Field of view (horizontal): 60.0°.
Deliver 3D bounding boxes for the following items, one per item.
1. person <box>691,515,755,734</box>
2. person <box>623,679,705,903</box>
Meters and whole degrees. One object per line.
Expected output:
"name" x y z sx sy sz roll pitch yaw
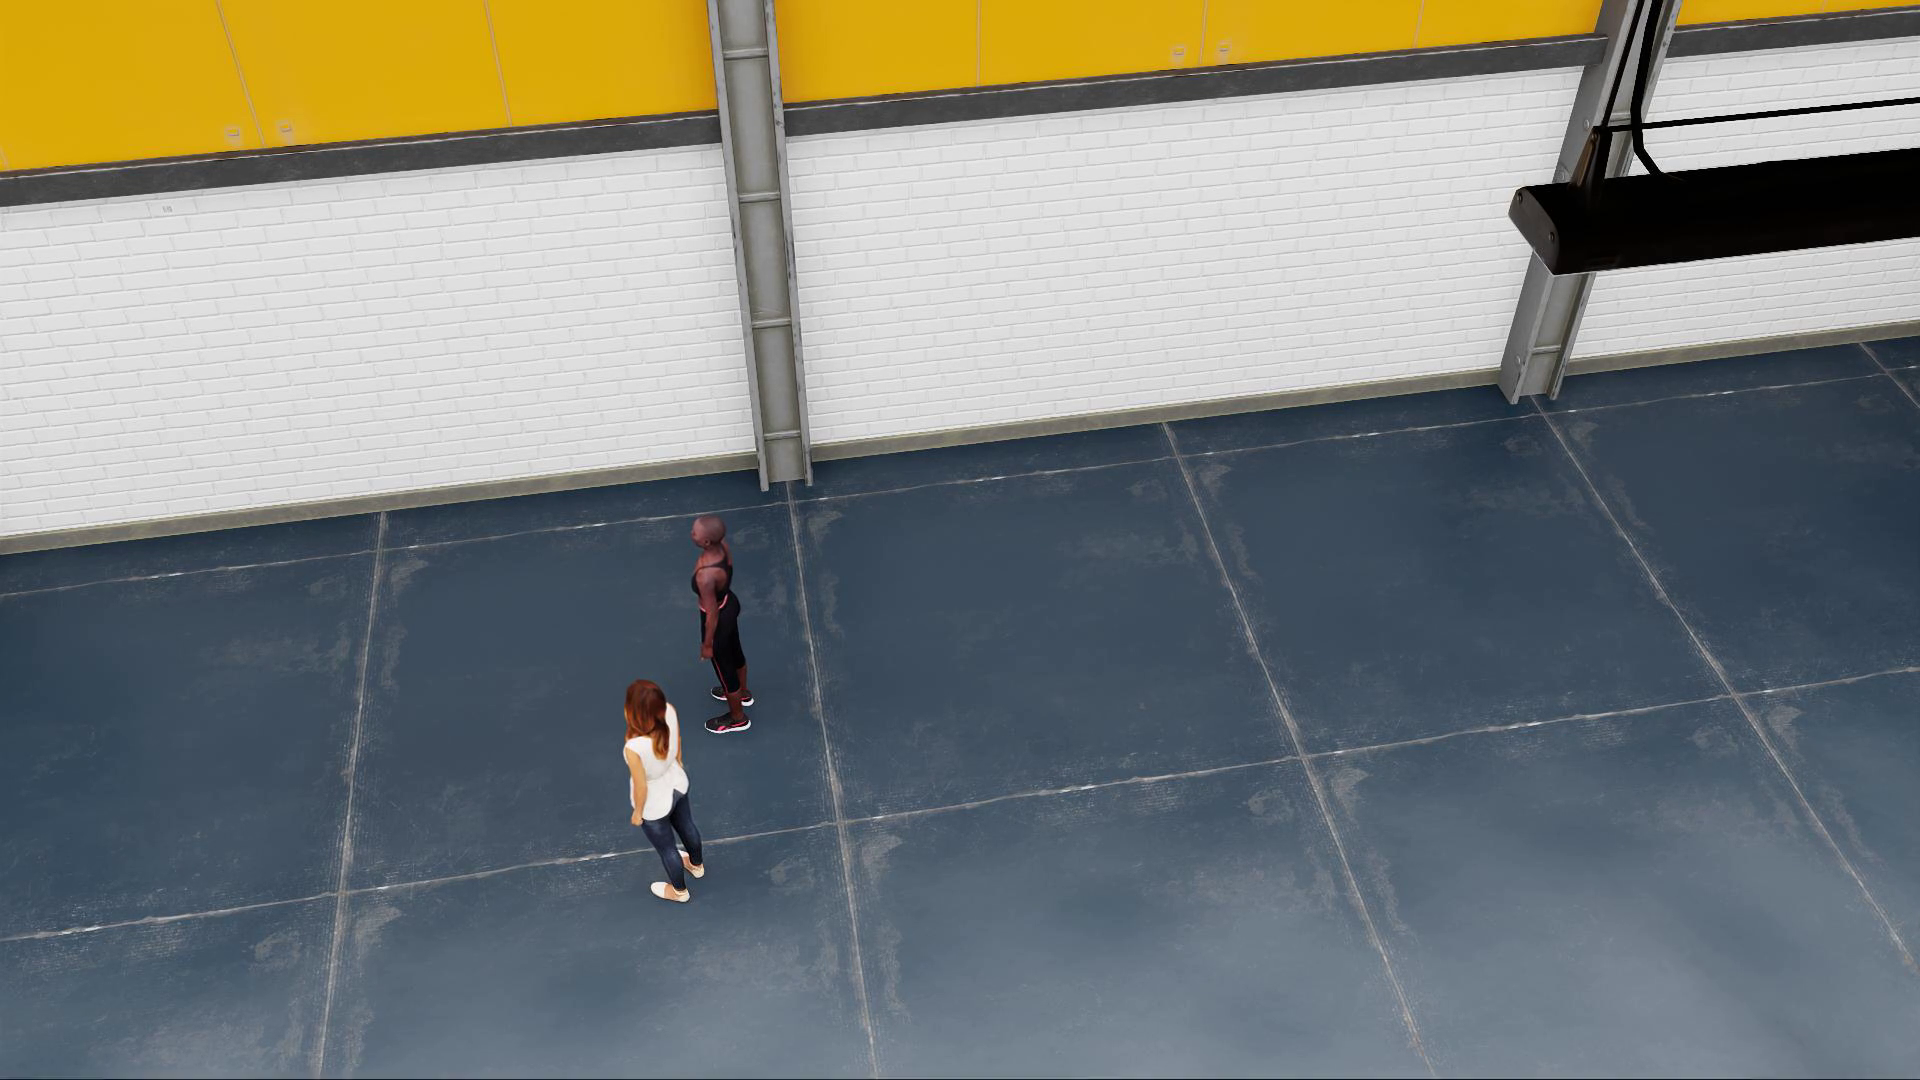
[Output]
"person" -1.479 0.507 10.353 0.607 1.758 0.629 3 44 3
"person" -1.672 1.422 9.373 0.720 1.785 0.686 20 47 20
